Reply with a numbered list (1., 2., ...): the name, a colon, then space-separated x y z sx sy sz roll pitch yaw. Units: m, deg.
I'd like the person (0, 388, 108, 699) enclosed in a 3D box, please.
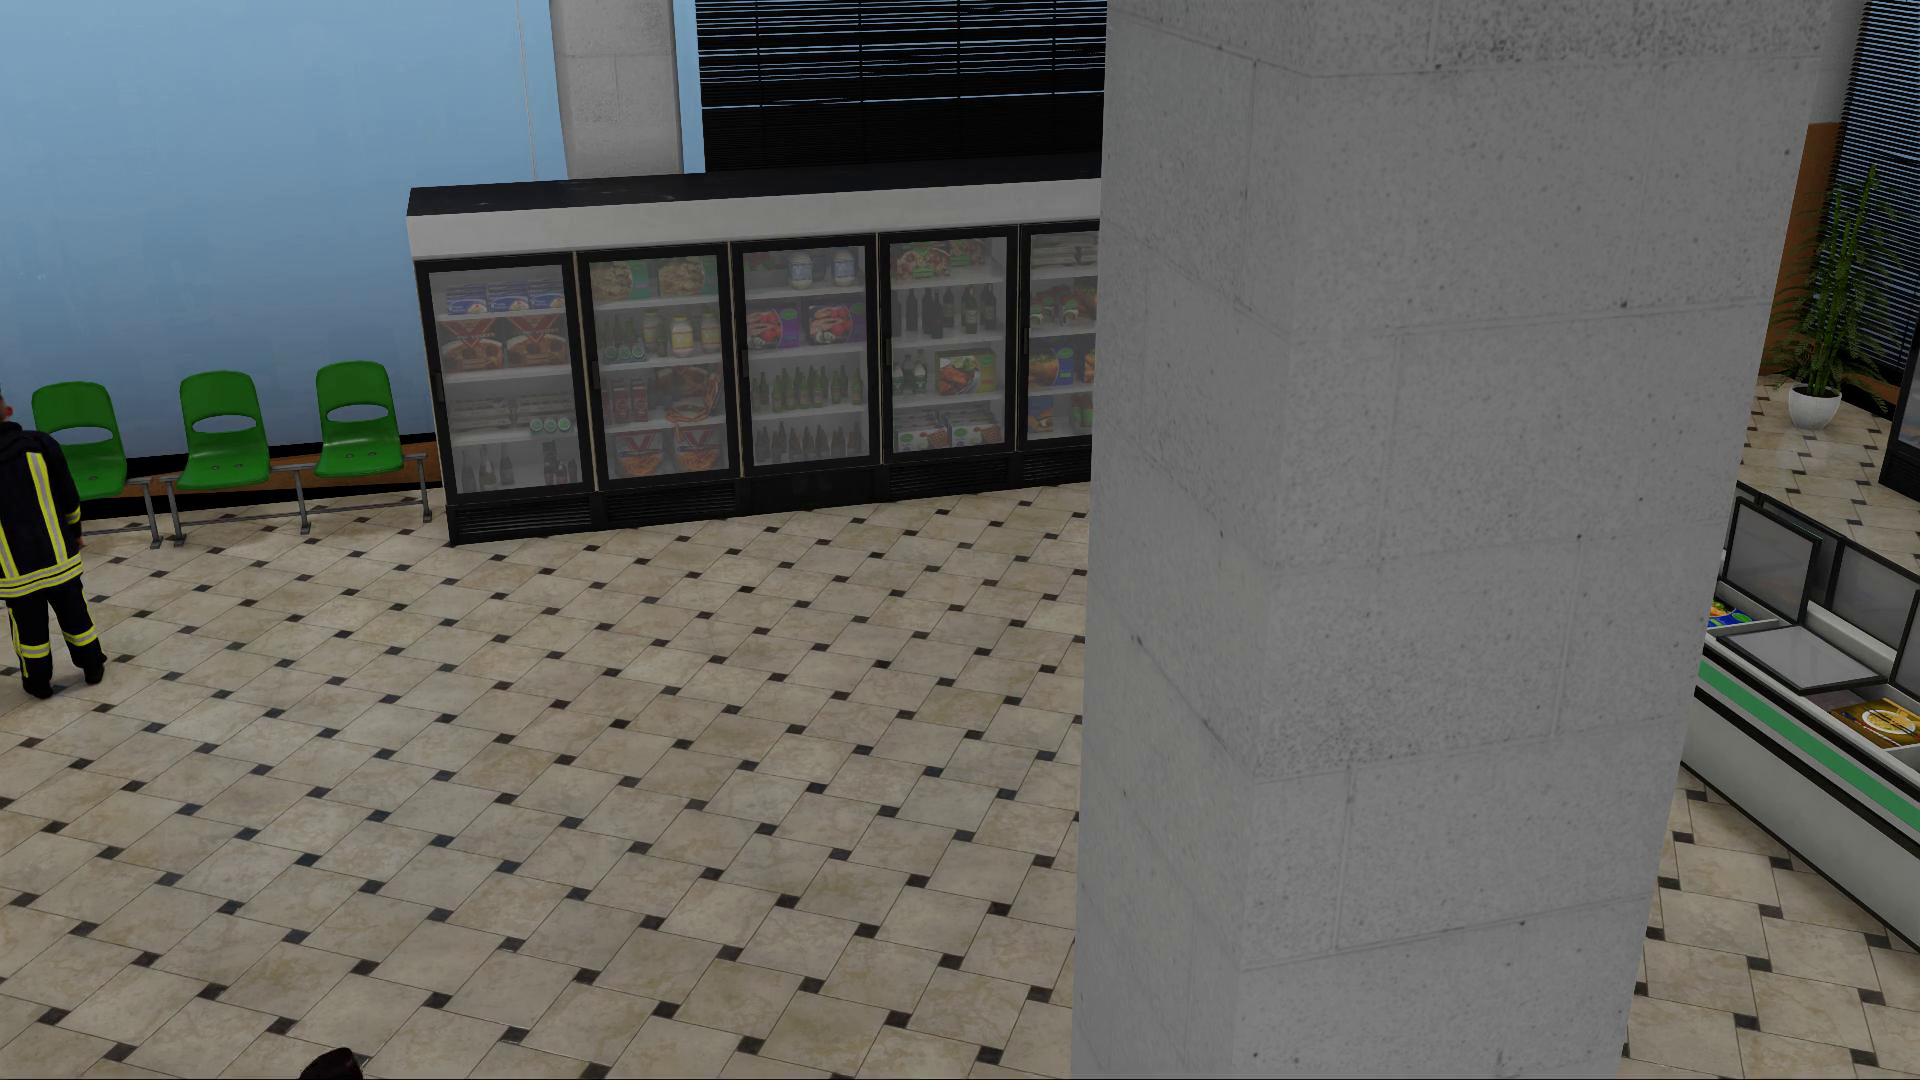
1. person: -5.221 -0.010 9.296 0.860 1.867 0.847 -18 29 -35
